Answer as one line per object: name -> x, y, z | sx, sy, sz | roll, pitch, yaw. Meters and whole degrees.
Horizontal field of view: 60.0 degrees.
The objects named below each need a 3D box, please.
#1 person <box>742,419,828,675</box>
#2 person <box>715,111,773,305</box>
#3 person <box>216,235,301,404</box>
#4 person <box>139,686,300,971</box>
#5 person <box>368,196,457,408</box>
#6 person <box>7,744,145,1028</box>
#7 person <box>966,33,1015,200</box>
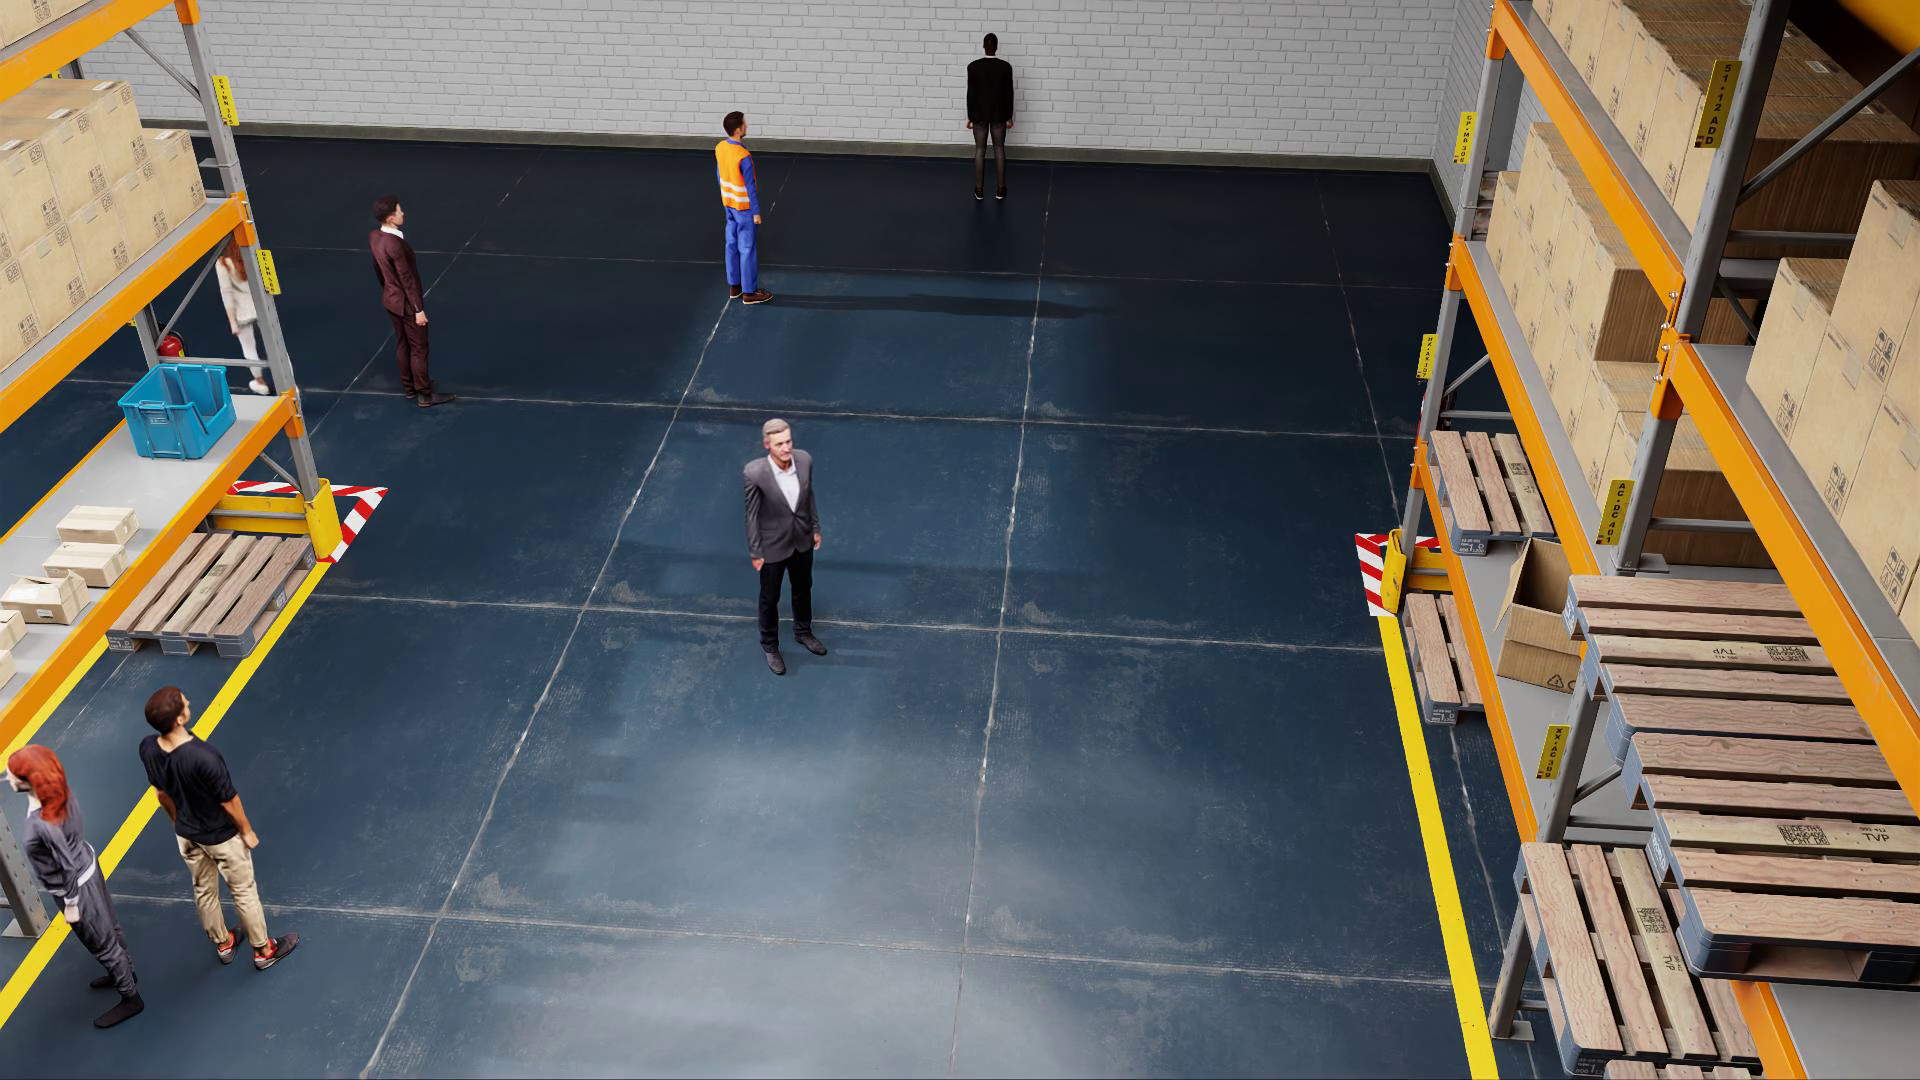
person -> -1.165, 0.001, 11.039 | 0.802, 1.842, 0.853 | -23, 40, -31
person -> -2.083, -3.160, 15.775 | 0.838, 1.864, 0.787 | -27, 42, -34
person -> -5.928, -1.900, 14.044 | 1.040, 1.683, 1.066 | -29, 43, -36
person -> -3.947, 1.522, 8.736 | 0.677, 1.859, 0.583 | 9, 35, 13
person -> -4.697, -2.016, 14.053 | 0.783, 1.865, 0.821 | 29, 43, 36
person -> -4.505, 1.742, 8.476 | 0.713, 1.780, 0.608 | -15, 37, -22
person -> 0.324, -4.572, 17.957 | 0.680, 1.800, 0.571 | 0, 34, 0
